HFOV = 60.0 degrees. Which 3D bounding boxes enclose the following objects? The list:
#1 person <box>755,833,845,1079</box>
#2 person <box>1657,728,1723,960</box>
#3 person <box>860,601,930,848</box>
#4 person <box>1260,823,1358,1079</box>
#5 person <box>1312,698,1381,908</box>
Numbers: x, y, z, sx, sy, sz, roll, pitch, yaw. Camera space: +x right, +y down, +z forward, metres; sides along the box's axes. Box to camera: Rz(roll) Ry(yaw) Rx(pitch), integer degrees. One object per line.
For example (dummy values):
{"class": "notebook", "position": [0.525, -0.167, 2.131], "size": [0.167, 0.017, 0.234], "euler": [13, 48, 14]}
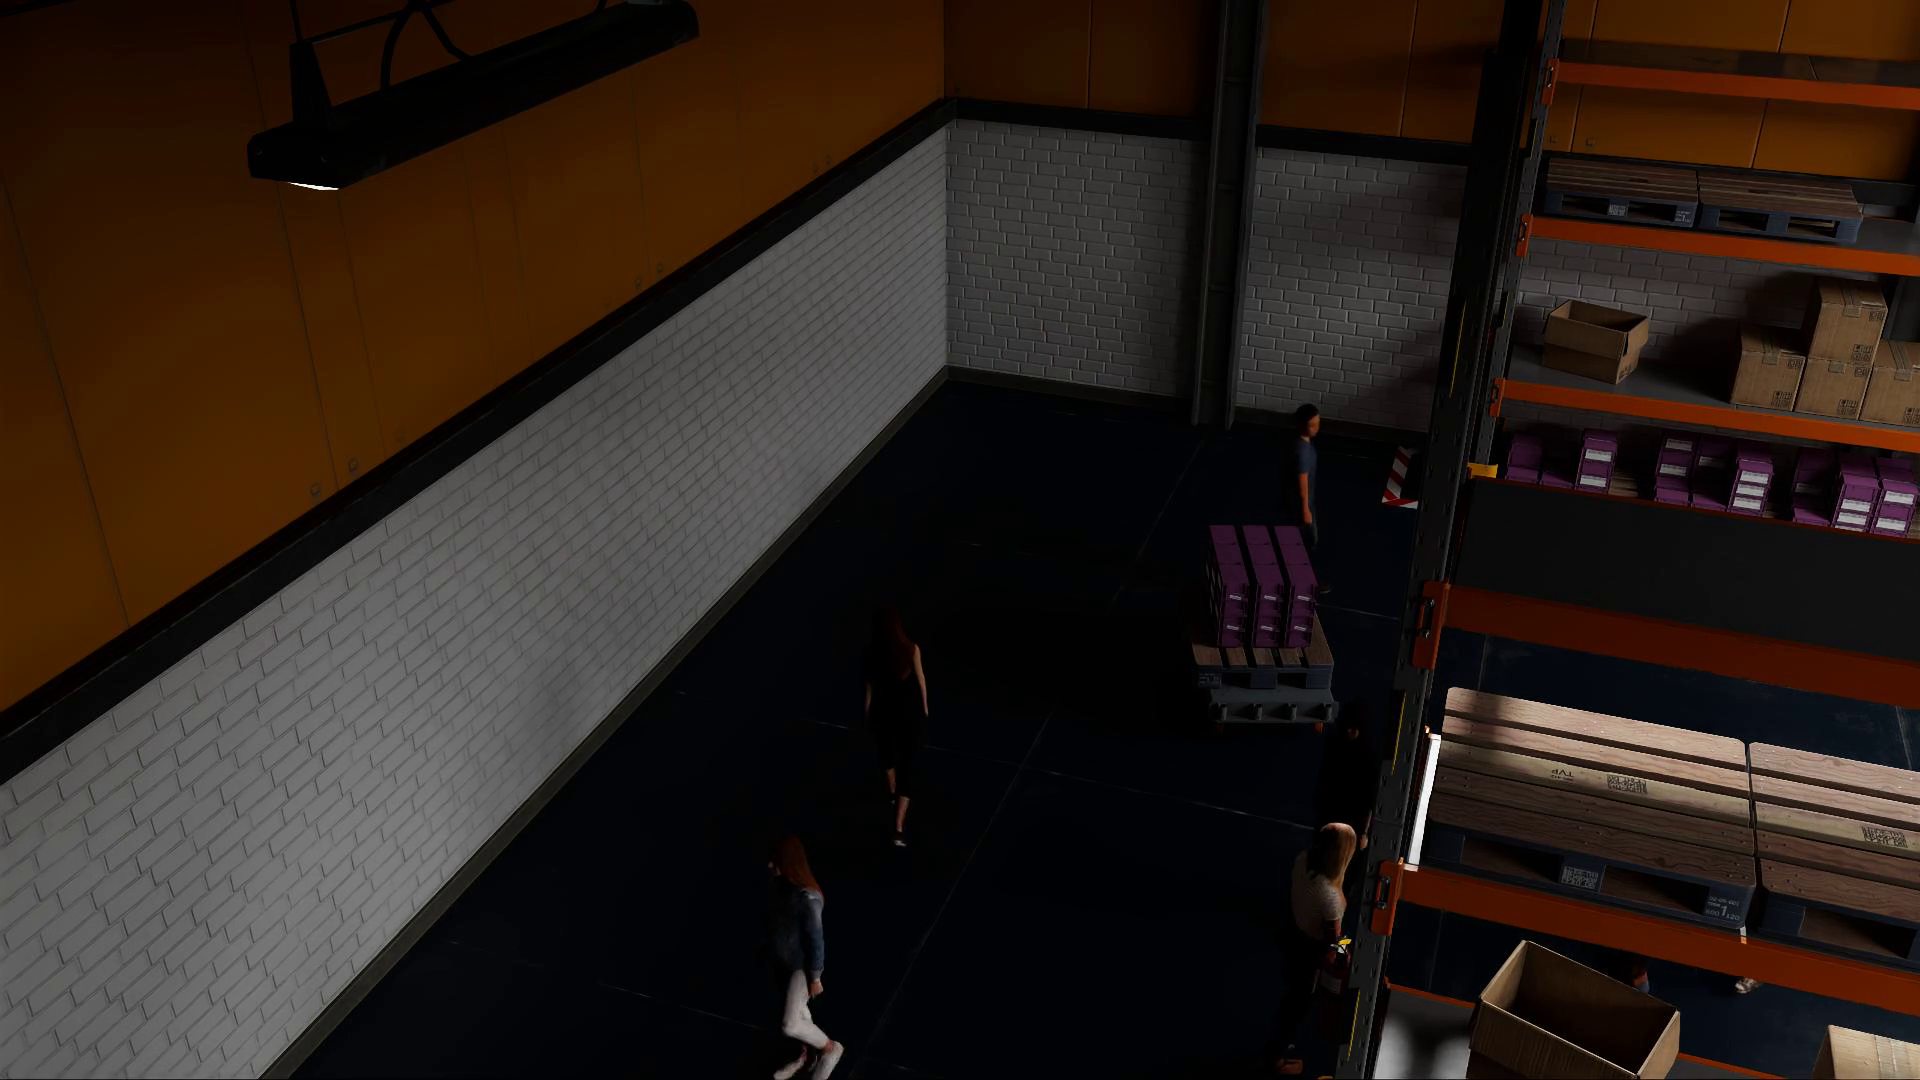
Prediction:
{"class": "person", "position": [-0.817, 2.250, 9.031], "size": [0.809, 1.691, 0.738], "euler": [-17, 33, -28]}
{"class": "person", "position": [4.230, 1.829, 9.887], "size": [0.796, 1.610, 0.766], "euler": [-24, 36, -36]}
{"class": "person", "position": [-0.442, 1.223, 10.909], "size": [1.127, 1.695, 0.837], "euler": [3, 29, 6]}
{"class": "person", "position": [1.763, 2.255, 8.899], "size": [0.774, 1.809, 0.736], "euler": [-9, 30, -16]}
{"class": "person", "position": [2.422, 1.613, 10.264], "size": [0.920, 1.628, 0.878], "euler": [23, 36, 36]}
